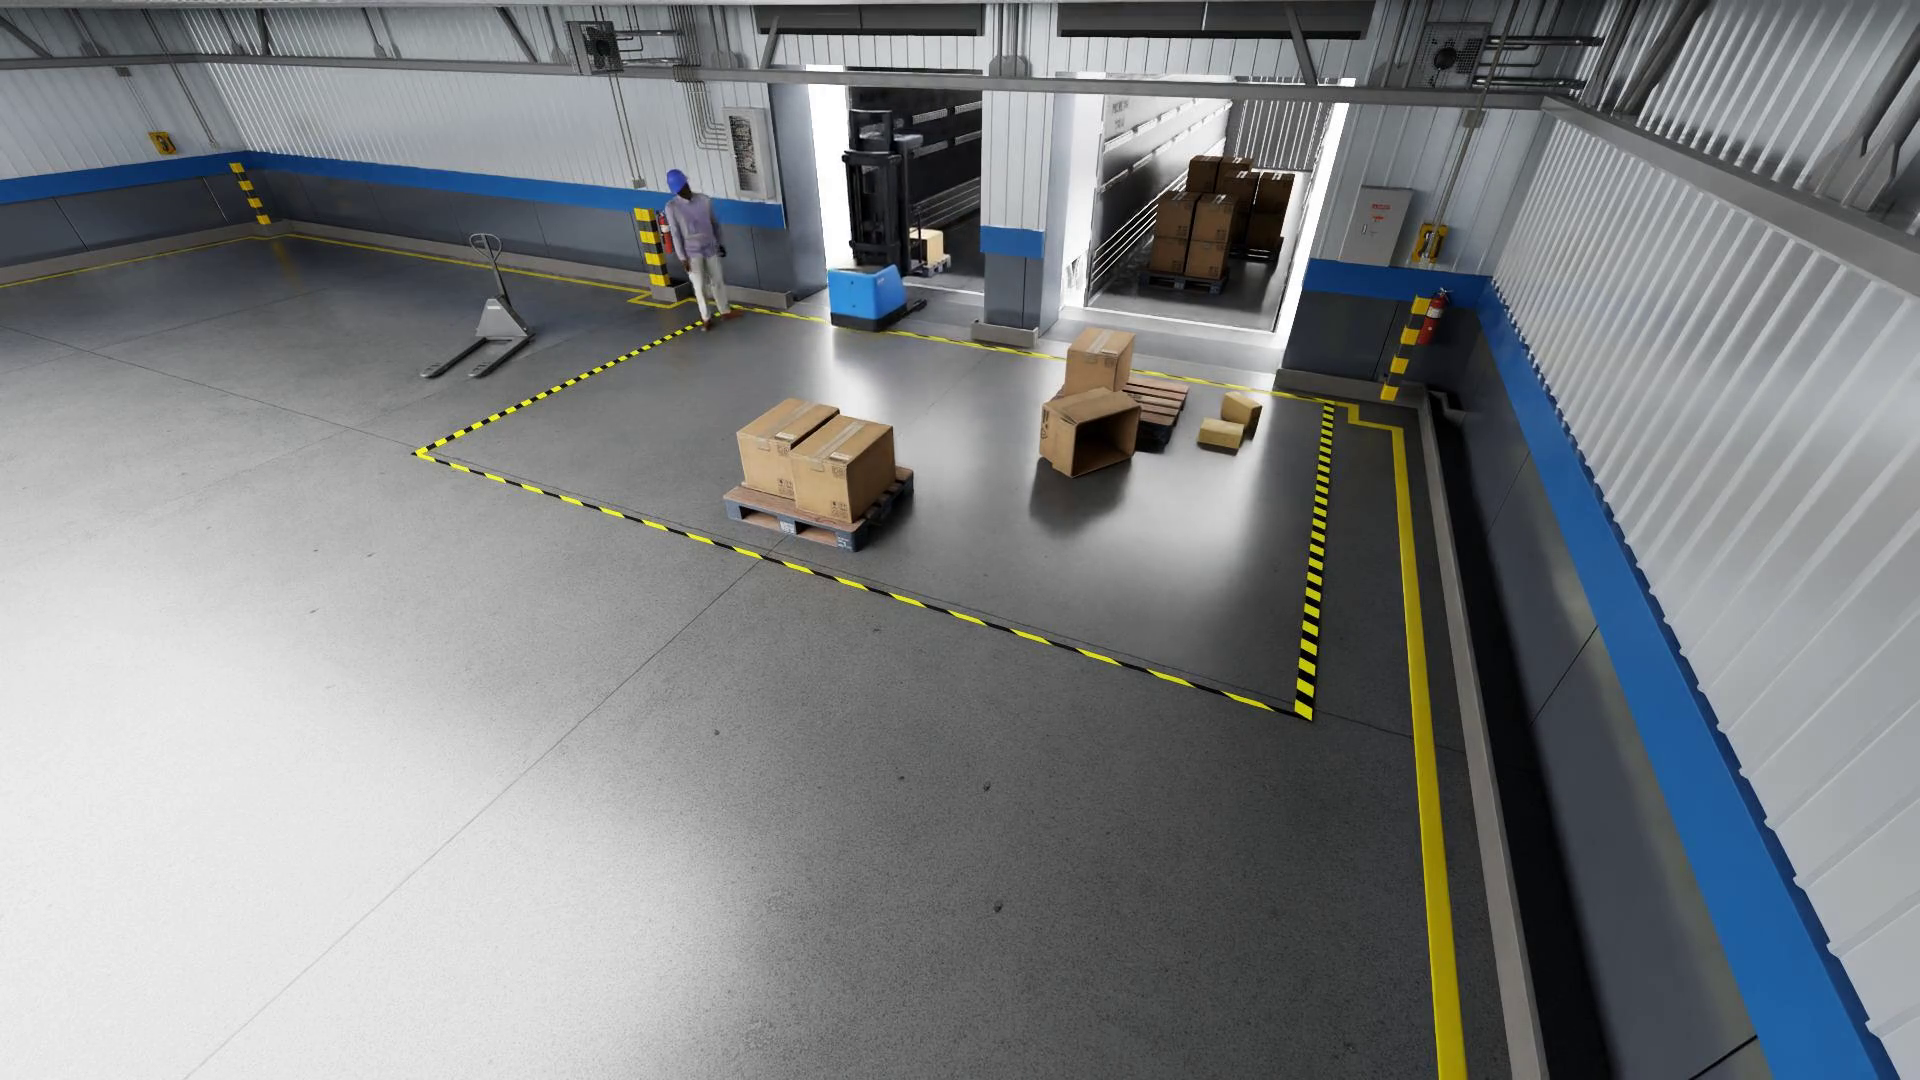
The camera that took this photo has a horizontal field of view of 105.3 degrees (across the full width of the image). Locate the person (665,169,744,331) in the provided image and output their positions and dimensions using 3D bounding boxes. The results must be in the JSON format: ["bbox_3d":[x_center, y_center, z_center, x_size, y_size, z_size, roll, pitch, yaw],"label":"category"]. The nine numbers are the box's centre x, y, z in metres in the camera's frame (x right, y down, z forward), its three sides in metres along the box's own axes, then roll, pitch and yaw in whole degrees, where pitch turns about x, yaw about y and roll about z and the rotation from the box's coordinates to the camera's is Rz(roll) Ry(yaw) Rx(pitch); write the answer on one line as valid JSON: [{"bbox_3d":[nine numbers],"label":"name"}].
[{"bbox_3d":[-3.141,-3.567,9.070,0.778,1.901,0.396,-28,44,-34],"label":"person"}]

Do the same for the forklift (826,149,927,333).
[{"bbox_3d":[-1.173,-3.698,9.119,0.716,2.013,0.776,15,38,20],"label":"forklift"}]

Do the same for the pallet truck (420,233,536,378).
[{"bbox_3d":[-5.664,-2.712,8.427,0.680,1.201,1.601,0,35,-1],"label":"pallet truck"}]
